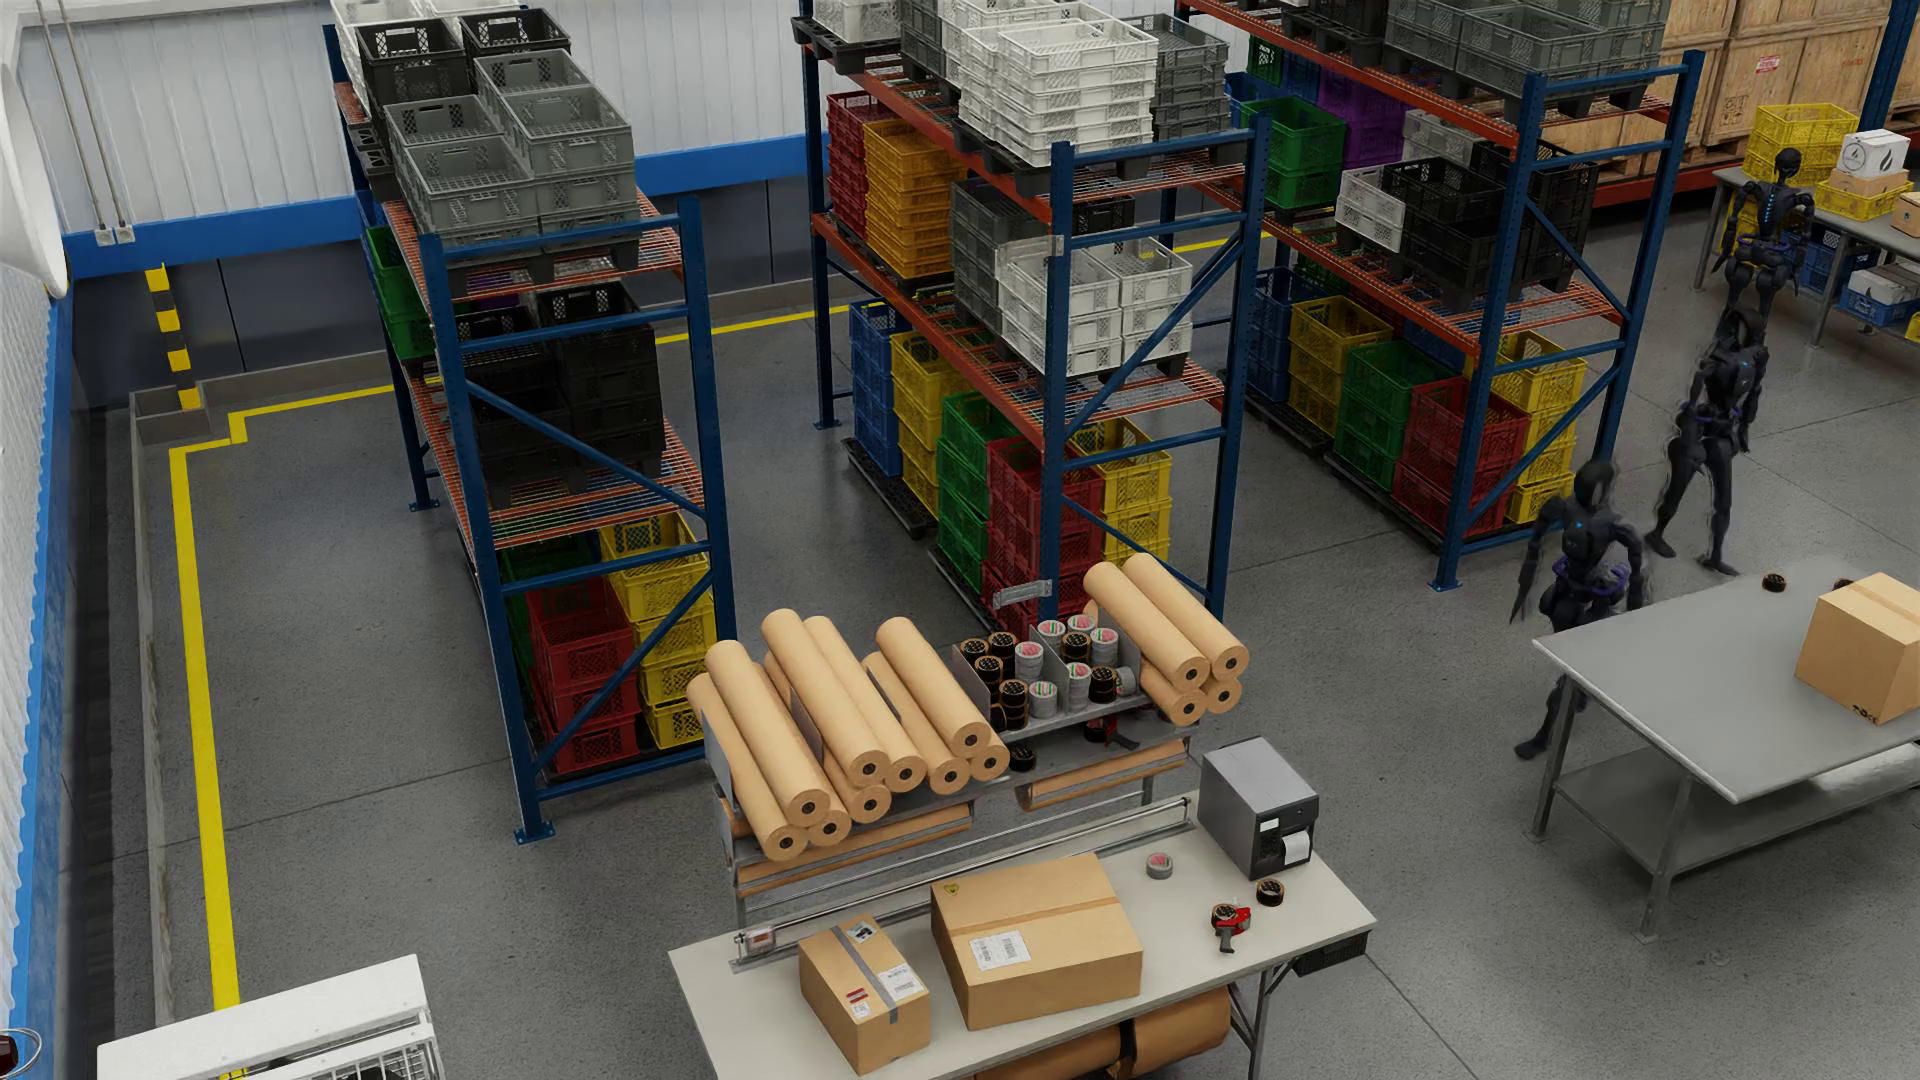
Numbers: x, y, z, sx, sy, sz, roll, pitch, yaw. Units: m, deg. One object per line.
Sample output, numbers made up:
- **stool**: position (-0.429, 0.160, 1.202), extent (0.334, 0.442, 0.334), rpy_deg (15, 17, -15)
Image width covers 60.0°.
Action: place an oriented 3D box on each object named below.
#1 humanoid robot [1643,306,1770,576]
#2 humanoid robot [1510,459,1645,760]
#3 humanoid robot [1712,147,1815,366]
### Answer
- **humanoid robot**: position (4.358, -0.558, 9.547), extent (0.629, 1.635, 0.690), rpy_deg (-10, 33, -16)
- **humanoid robot**: position (3.109, 0.295, 8.203), extent (0.753, 1.636, 0.634), rpy_deg (-21, 38, -31)
- **humanoid robot**: position (5.685, -1.976, 11.824), extent (0.609, 1.657, 0.315), rpy_deg (22, 38, 32)
